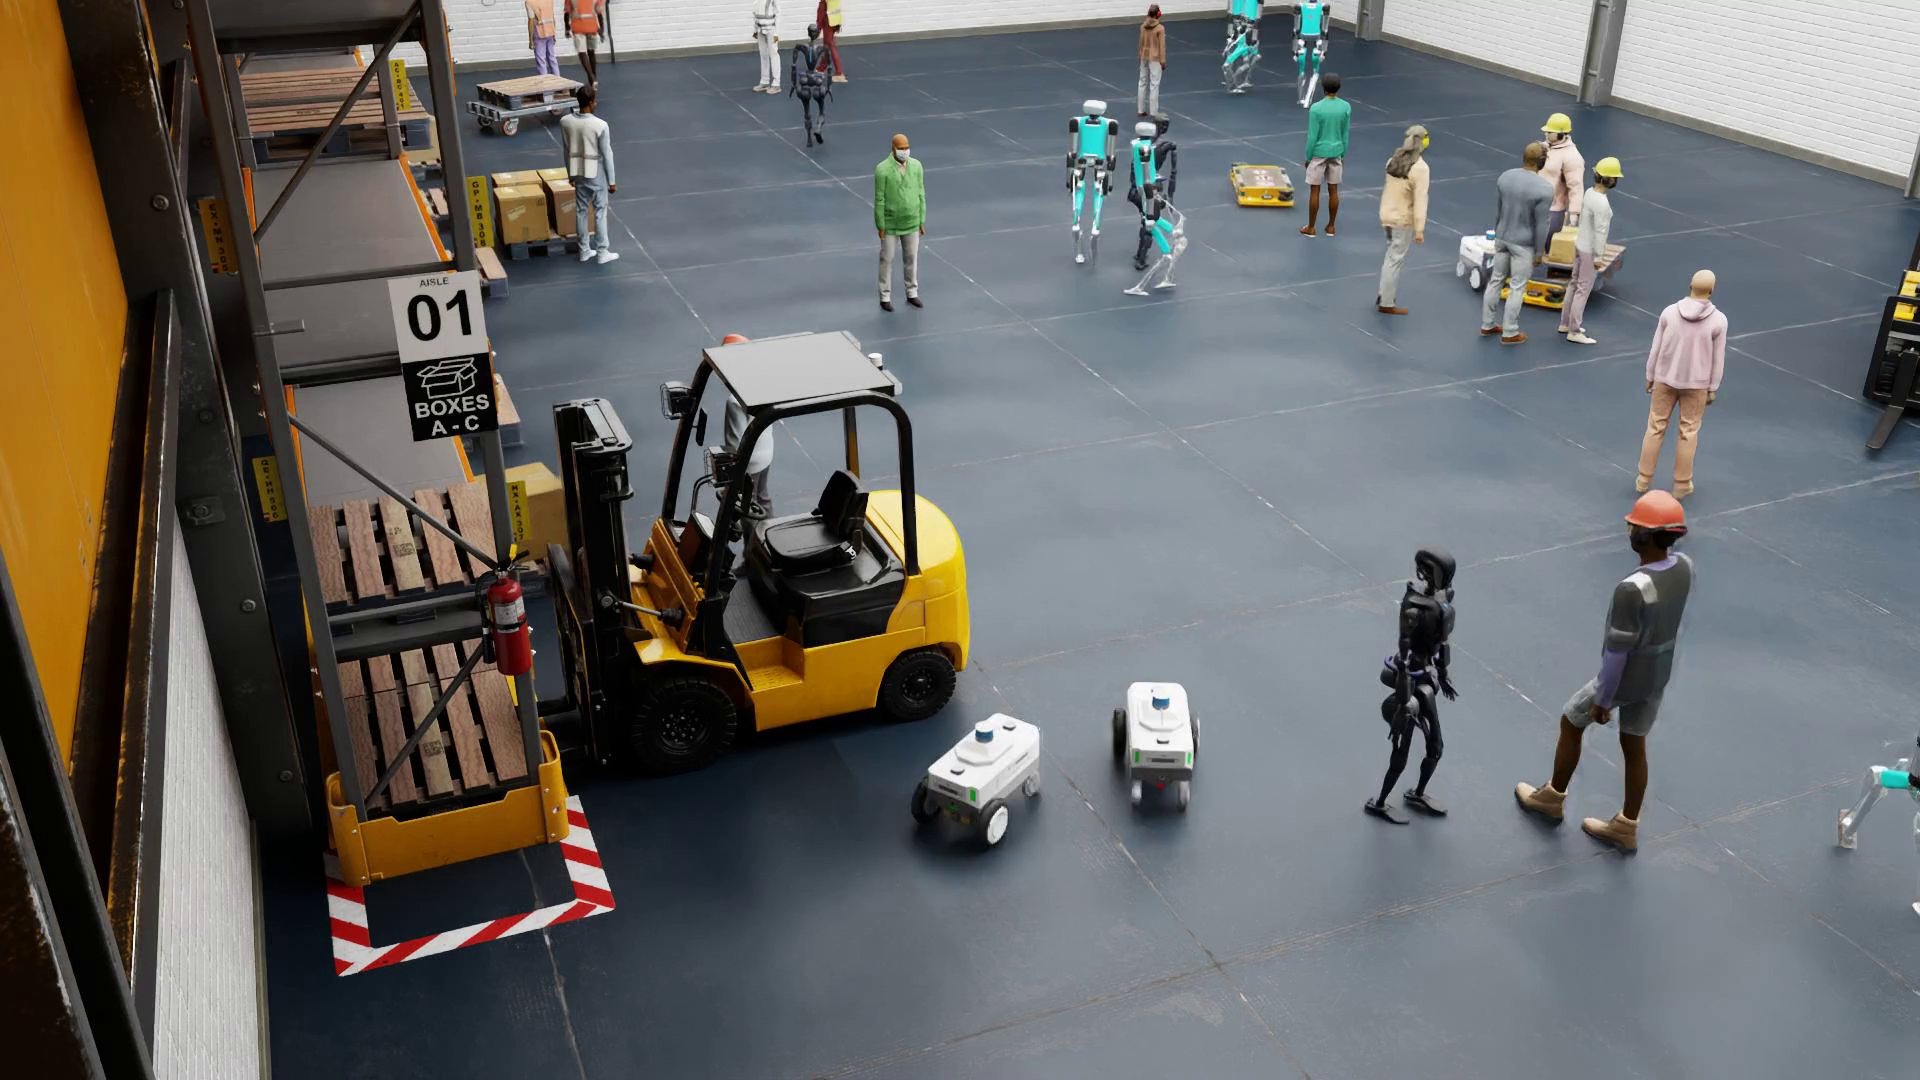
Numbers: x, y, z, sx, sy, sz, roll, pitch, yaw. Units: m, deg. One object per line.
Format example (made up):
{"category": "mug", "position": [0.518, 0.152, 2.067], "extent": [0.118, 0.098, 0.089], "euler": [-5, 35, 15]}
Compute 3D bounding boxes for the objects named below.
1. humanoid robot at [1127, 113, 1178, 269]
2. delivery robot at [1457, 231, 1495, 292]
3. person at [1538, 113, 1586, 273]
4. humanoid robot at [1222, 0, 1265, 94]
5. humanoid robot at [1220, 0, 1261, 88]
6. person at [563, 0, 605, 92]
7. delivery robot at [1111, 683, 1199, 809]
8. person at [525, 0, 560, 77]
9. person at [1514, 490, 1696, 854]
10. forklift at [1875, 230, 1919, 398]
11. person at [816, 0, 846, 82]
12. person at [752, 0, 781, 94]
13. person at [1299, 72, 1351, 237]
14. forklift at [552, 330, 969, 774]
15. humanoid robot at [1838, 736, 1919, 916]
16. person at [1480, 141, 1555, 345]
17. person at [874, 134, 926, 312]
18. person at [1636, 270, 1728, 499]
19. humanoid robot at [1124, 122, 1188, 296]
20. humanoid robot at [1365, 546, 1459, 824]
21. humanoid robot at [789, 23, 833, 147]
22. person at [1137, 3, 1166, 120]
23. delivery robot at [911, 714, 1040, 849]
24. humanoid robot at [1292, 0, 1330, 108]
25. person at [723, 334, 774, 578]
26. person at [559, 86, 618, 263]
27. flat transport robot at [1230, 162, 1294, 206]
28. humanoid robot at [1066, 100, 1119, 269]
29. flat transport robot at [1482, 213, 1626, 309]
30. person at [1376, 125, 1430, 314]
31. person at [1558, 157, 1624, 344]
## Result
{"category": "humanoid robot", "position": [2.035, -3.761, 17.910], "extent": [0.598, 1.631, 0.467], "euler": [19, 32, 32]}
{"category": "delivery robot", "position": [5.569, -2.951, 17.537], "extent": [0.499, 0.592, 0.792], "euler": [-5, 27, -10]}
{"category": "person", "position": [6.052, -3.438, 17.050], "extent": [0.422, 1.864, 0.808], "euler": [-14, 30, -25]}
{"category": "humanoid robot", "position": [4.311, -7.722, 25.824], "extent": [0.742, 1.872, 0.542], "euler": [-9, 28, -17]}
{"category": "humanoid robot", "position": [4.536, -7.935, 26.158], "extent": [0.915, 1.775, 0.567], "euler": [18, 32, 31]}
{"category": "person", "position": [-5.898, -8.054, 26.168], "extent": [0.596, 1.921, 0.953], "euler": [-15, 30, -27]}
{"category": "delivery robot", "position": [1.127, 1.119, 9.455], "extent": [0.499, 0.606, 0.790], "euler": [1, 27, 2]}
{"category": "person", "position": [-6.436, -7.766, 25.690], "extent": [0.379, 1.836, 0.564], "euler": [15, 30, 27]}
{"category": "person", "position": [3.425, 0.654, 8.756], "extent": [0.613, 2.001, 0.847], "euler": [-16, 31, -29]}
{"category": "forklift", "position": [9.029, -2.397, 14.618], "extent": [1.214, 2.155, 2.313], "euler": [18, 32, 32]}
{"category": "person", "position": [-2.187, -8.304, 26.862], "extent": [0.761, 1.739, 0.493], "euler": [11, 29, 21]}
{"category": "person", "position": [-3.034, -7.968, 26.041], "extent": [0.572, 1.883, 0.354], "euler": [23, 35, 38]}
{"category": "person", "position": [4.165, -4.365, 18.913], "extent": [0.493, 1.849, 0.397], "euler": [-4, 27, -9]}
{"category": "forklift", "position": [-1.094, 0.010, 9.831], "extent": [2.313, 2.155, 1.214], "euler": [-10, 28, -20]}
{"category": "humanoid robot", "position": [4.866, 1.005, 8.368], "extent": [0.533, 1.766, 0.957], "euler": [-2, 27, -3]}
{"category": "person", "position": [5.276, -2.801, 15.723], "extent": [0.384, 1.931, 0.620], "euler": [-17, 31, -30]}
{"category": "person", "position": [-0.602, -3.174, 16.631], "extent": [0.539, 1.776, 0.388], "euler": [-11, 29, -22]}
{"category": "person", "position": [5.481, -1.177, 12.642], "extent": [0.532, 1.781, 0.402], "euler": [15, 30, 27]}
{"category": "humanoid robot", "position": [2.109, -3.390, 17.097], "extent": [0.792, 1.779, 0.557], "euler": [0, 27, 0]}
{"category": "humanoid robot", "position": [2.439, 0.782, 8.858], "extent": [0.379, 1.646, 0.586], "euler": [19, 33, 33]}
{"category": "humanoid robot", "position": [-2.050, -6.236, 22.827], "extent": [0.609, 1.648, 0.376], "euler": [0, 27, 1]}
{"category": "person", "position": [2.802, -7.017, 24.412], "extent": [0.462, 1.648, 0.327], "euler": [22, 34, 37]}
{"category": "delivery robot", "position": [0.124, 1.285, 9.123], "extent": [0.499, 0.603, 0.807], "euler": [17, 31, 30]}
{"category": "humanoid robot", "position": [5.278, -7.349, 25.096], "extent": [0.541, 1.901, 0.749], "euler": [7, 28, 14]}
{"category": "person", "position": [-1.480, -0.586, 11.515], "extent": [0.350, 1.740, 0.573], "euler": [7, 28, 15]}
{"category": "person", "position": [-4.006, -3.944, 18.015], "extent": [0.596, 1.907, 0.410], "euler": [9, 28, 18]}
{"category": "flat transport robot", "position": [3.777, -4.451, 20.841], "extent": [0.659, 0.231, 1.431], "euler": [2, 27, 3]}
{"category": "humanoid robot", "position": [1.375, -3.712, 17.847], "extent": [0.551, 1.885, 0.728], "euler": [5, 27, 10]}
{"category": "flat transport robot", "position": [6.184, -2.735, 17.427], "extent": [0.659, 0.231, 1.431], "euler": [16, 31, 29]}
{"category": "person", "position": [4.404, -3.180, 16.560], "extent": [0.441, 1.857, 0.609], "euler": [-12, 29, -23]}
{"category": "person", "position": [6.010, -2.754, 15.800], "extent": [0.323, 1.765, 0.533], "euler": [1, 27, 2]}
